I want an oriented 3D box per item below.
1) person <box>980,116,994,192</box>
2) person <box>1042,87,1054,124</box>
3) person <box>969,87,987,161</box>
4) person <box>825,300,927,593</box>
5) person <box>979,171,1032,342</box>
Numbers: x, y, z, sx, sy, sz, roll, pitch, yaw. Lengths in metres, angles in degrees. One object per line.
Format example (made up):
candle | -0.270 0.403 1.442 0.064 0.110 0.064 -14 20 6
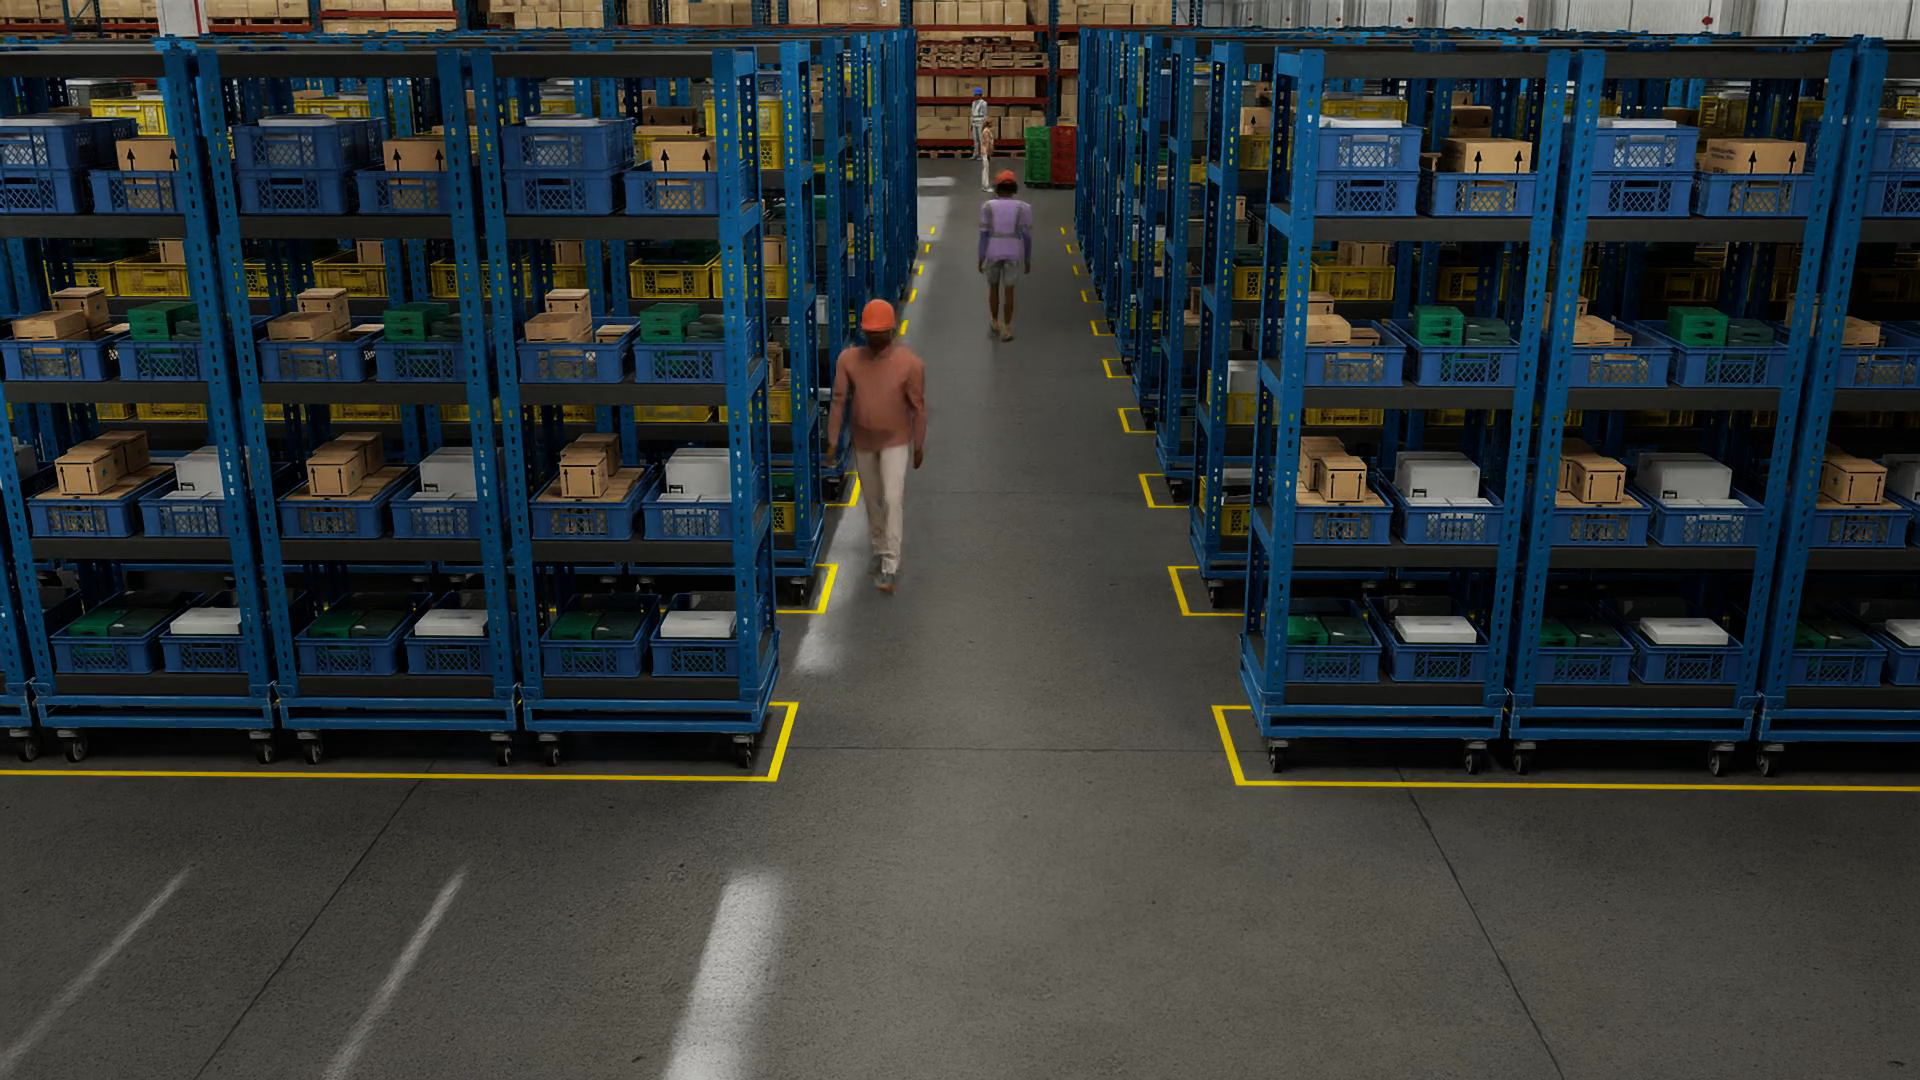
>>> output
person | 0.608 -8.591 37.051 0.307 1.645 0.514 0 17 -1
person | 2.681 -12.913 50.533 0.429 1.820 0.594 -5 18 -15
person | 0.498 -11.257 45.047 0.391 1.948 0.605 -13 22 -36
person | -0.582 -0.630 11.180 0.641 1.947 0.989 4 18 13
person | 0.552 -3.431 20.073 0.632 1.970 0.987 1 17 4
